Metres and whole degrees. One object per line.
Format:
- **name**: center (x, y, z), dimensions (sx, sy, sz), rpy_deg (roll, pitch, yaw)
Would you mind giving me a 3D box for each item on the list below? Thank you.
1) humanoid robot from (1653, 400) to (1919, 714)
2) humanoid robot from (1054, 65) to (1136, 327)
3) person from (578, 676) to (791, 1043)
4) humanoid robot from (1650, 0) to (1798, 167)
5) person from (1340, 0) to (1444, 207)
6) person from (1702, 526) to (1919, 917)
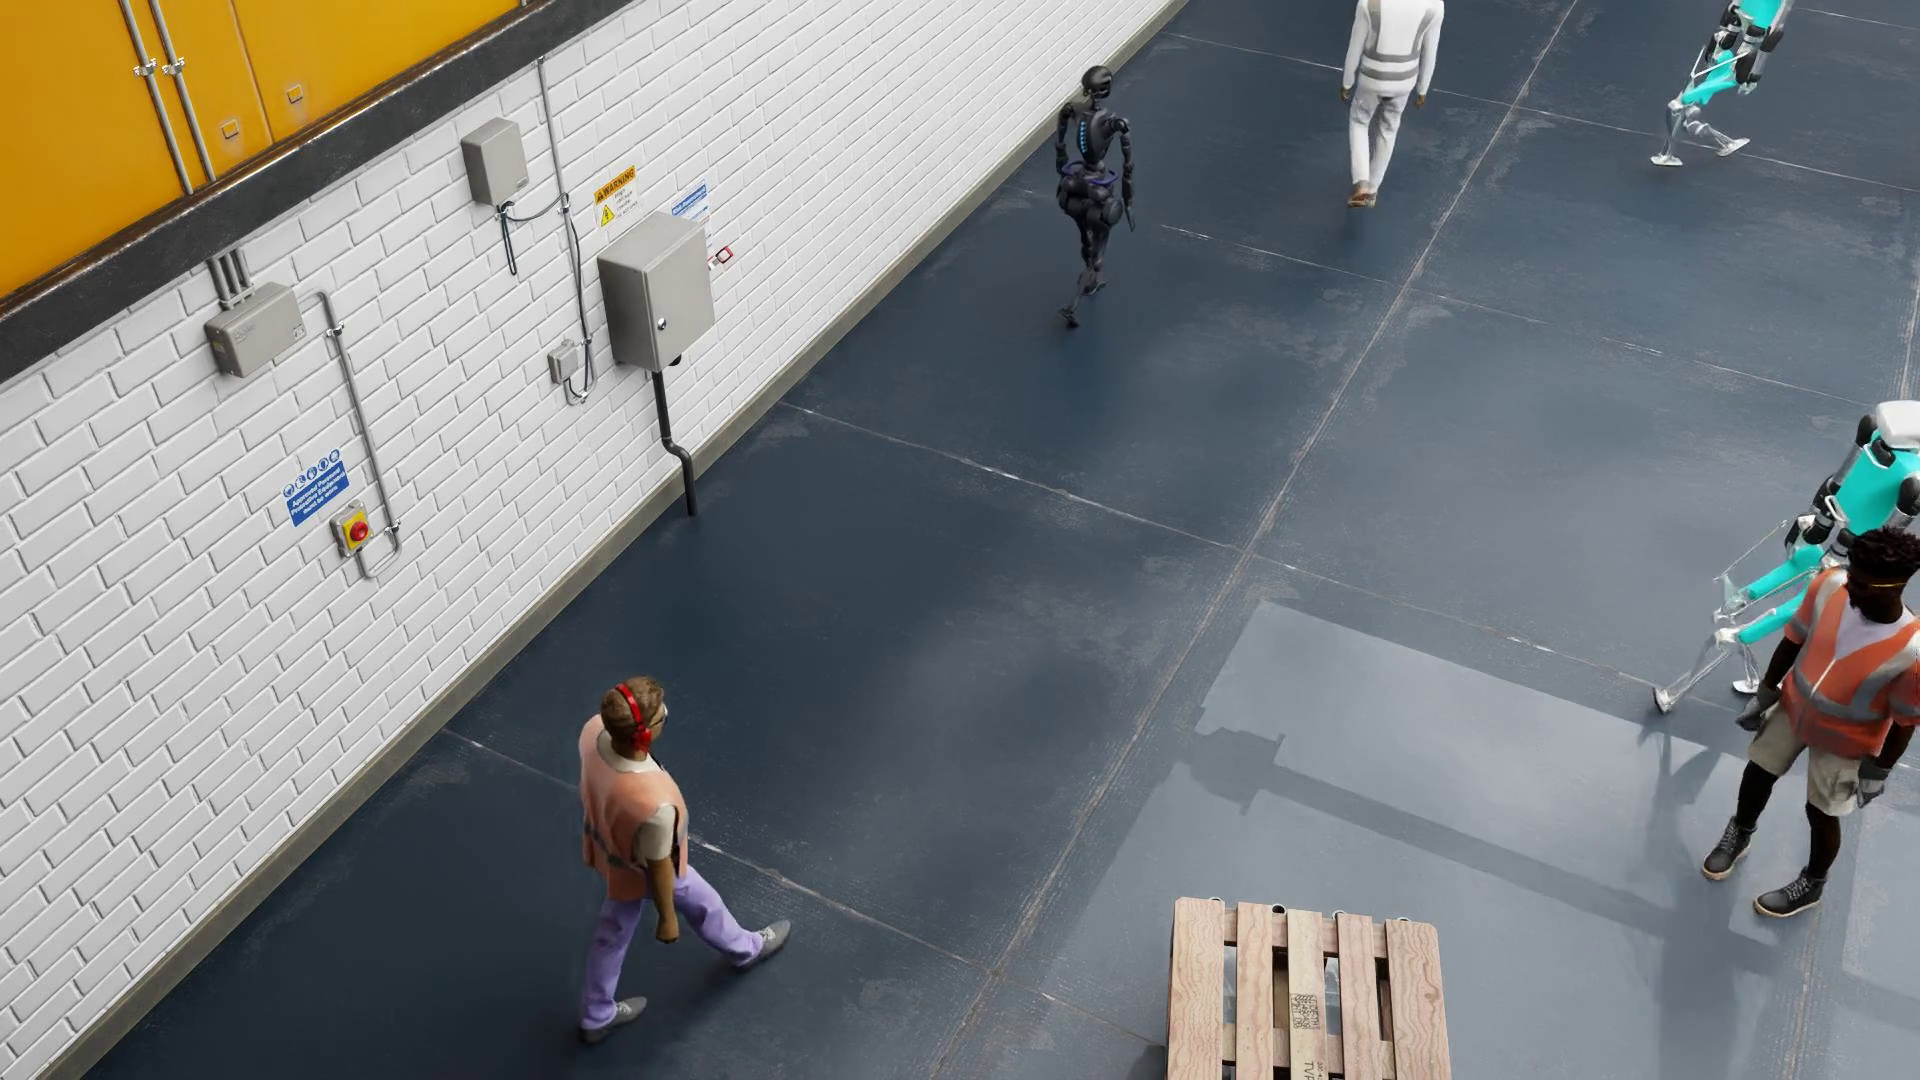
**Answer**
- **humanoid robot**: center (3.688, 0.143, 7.587), dimensions (0.913, 1.824, 0.552), rpy_deg (0, 41, -1)
- **humanoid robot**: center (0.785, -2.133, 10.263), dimensions (0.599, 1.641, 0.733), rpy_deg (26, 47, 27)
- **person**: center (-1.160, 1.185, 6.293), dimensions (0.965, 1.790, 0.583), rpy_deg (-28, 48, -29)
- **humanoid robot**: center (5.266, -3.332, 11.593), dimensions (1.061, 1.713, 0.537), rpy_deg (-11, 42, -13)
- **person**: center (2.868, -3.066, 11.168), dimensions (0.592, 1.865, 0.536), rpy_deg (5, 41, 6)
- **person**: center (3.474, 0.751, 6.695), dimensions (0.435, 1.945, 0.634), rpy_deg (-17, 44, -18)
